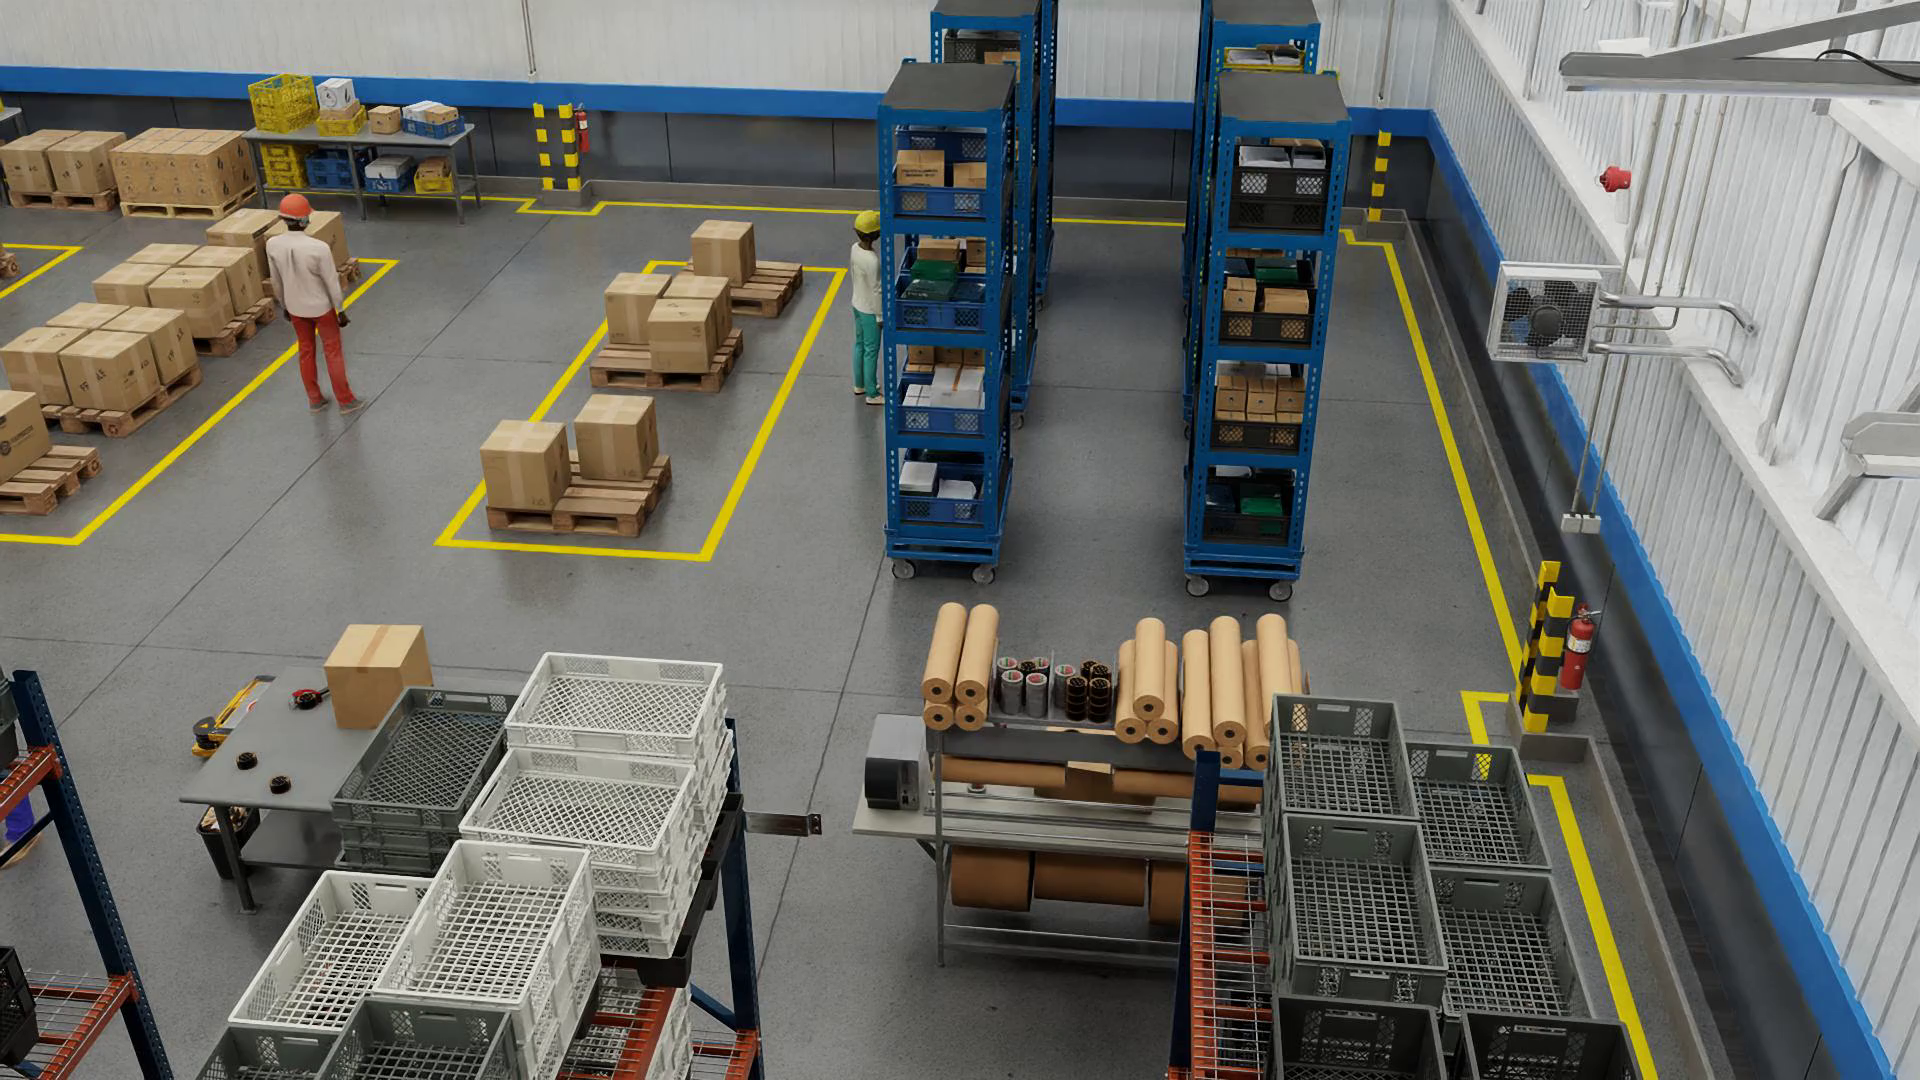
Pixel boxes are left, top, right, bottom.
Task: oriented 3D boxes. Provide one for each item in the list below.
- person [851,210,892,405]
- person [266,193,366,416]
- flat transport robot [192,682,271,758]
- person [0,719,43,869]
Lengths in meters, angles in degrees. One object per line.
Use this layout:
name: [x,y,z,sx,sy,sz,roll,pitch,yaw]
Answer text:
person: [-0.793,-2.055,14.709,0.299,1.772,0.530,-13,33,-22]
person: [-5.619,-2.035,14.455,0.621,1.991,0.394,5,31,9]
flat transport robot: [-4.089,1.163,10.648,1.431,0.197,0.652,3,30,6]
person: [-5.674,0.948,9.285,0.674,2.000,0.536,12,32,20]
